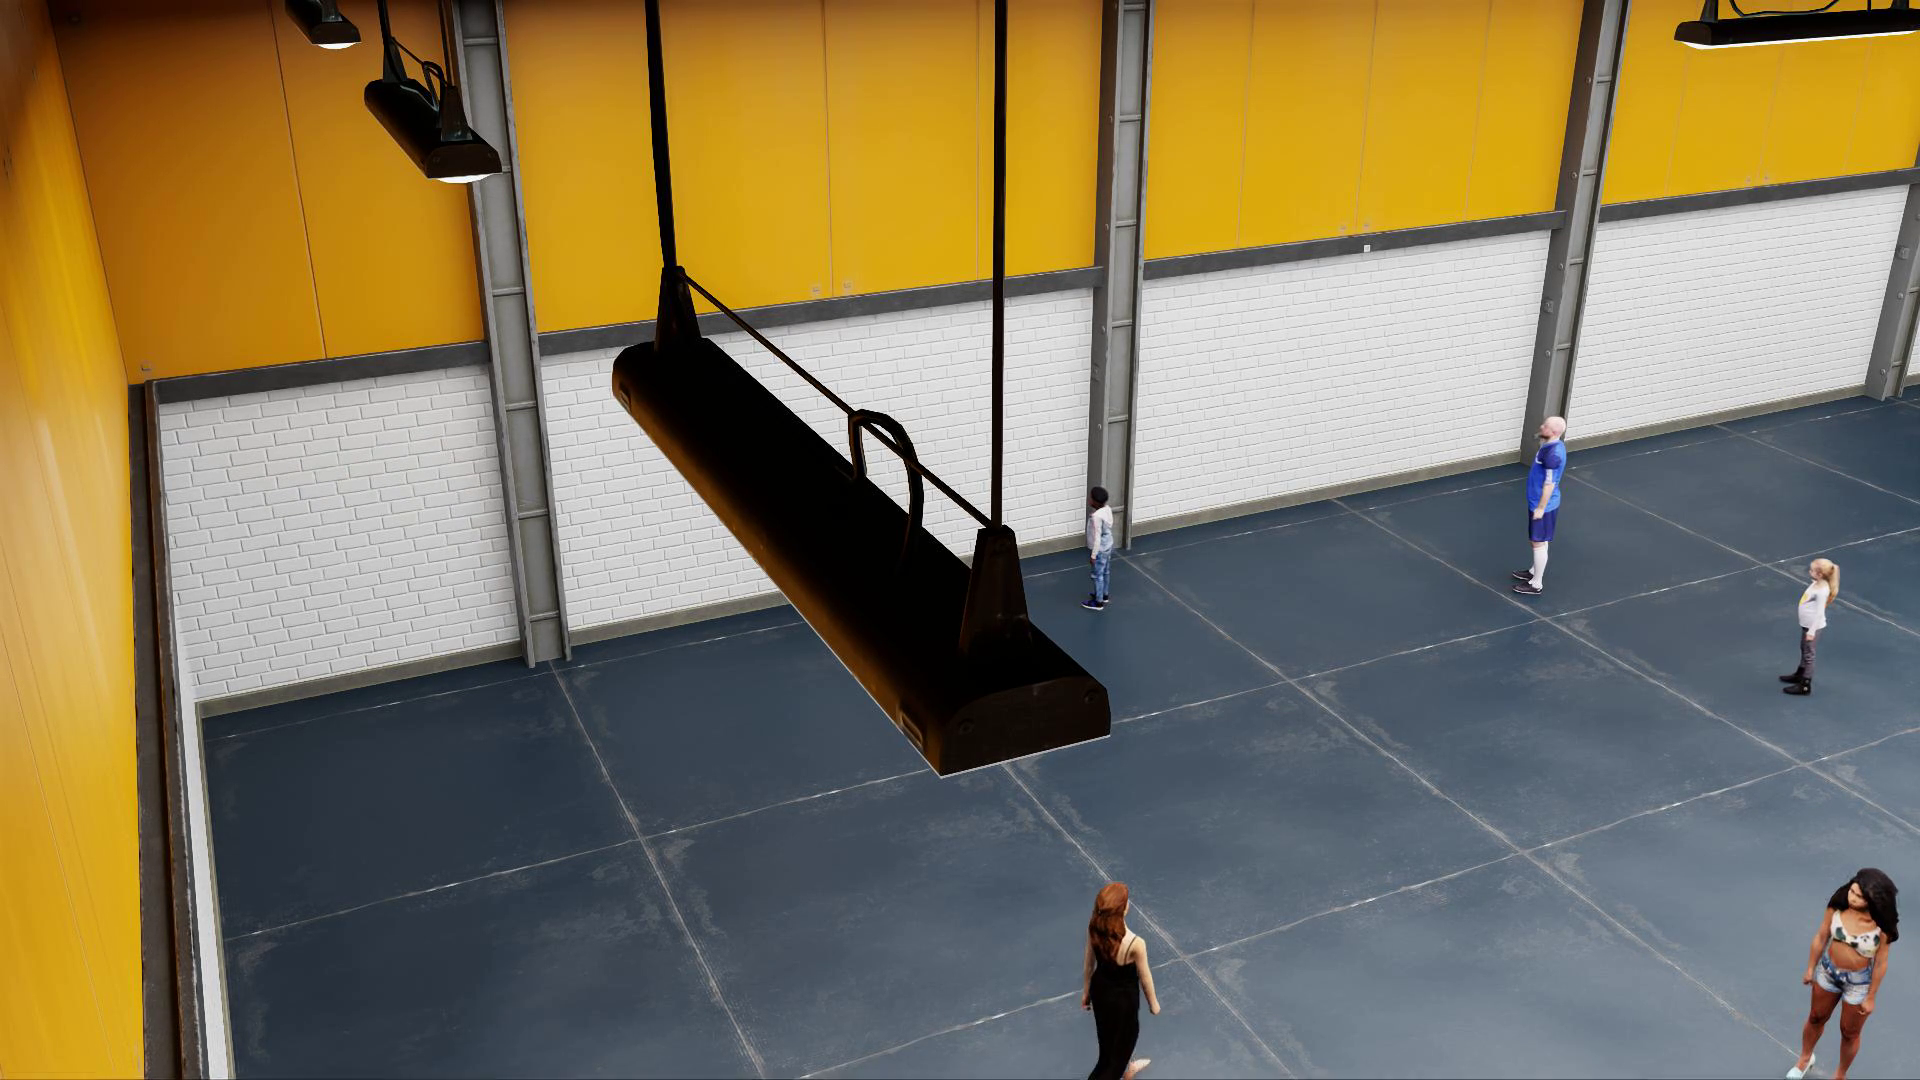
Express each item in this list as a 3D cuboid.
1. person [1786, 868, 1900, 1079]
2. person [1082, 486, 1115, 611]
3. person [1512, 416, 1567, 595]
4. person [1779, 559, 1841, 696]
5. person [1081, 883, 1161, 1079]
[{"bbox_3d":[5.286,2.644,9.924,0.639,1.620,0.622,-18,29,-35],"label":"person"},{"bbox_3d":[1.371,0.061,16.283,0.622,1.259,0.551,12,26,26],"label":"person"},{"bbox_3d":[5.795,-0.370,16.539,0.804,1.844,0.749,8,25,17],"label":"person"},{"bbox_3d":[7.538,0.748,14.687,0.638,1.279,0.577,9,25,19],"label":"person"},{"bbox_3d":[0.853,2.756,9.708,1.155,1.588,0.801,-21,31,-39],"label":"person"}]
